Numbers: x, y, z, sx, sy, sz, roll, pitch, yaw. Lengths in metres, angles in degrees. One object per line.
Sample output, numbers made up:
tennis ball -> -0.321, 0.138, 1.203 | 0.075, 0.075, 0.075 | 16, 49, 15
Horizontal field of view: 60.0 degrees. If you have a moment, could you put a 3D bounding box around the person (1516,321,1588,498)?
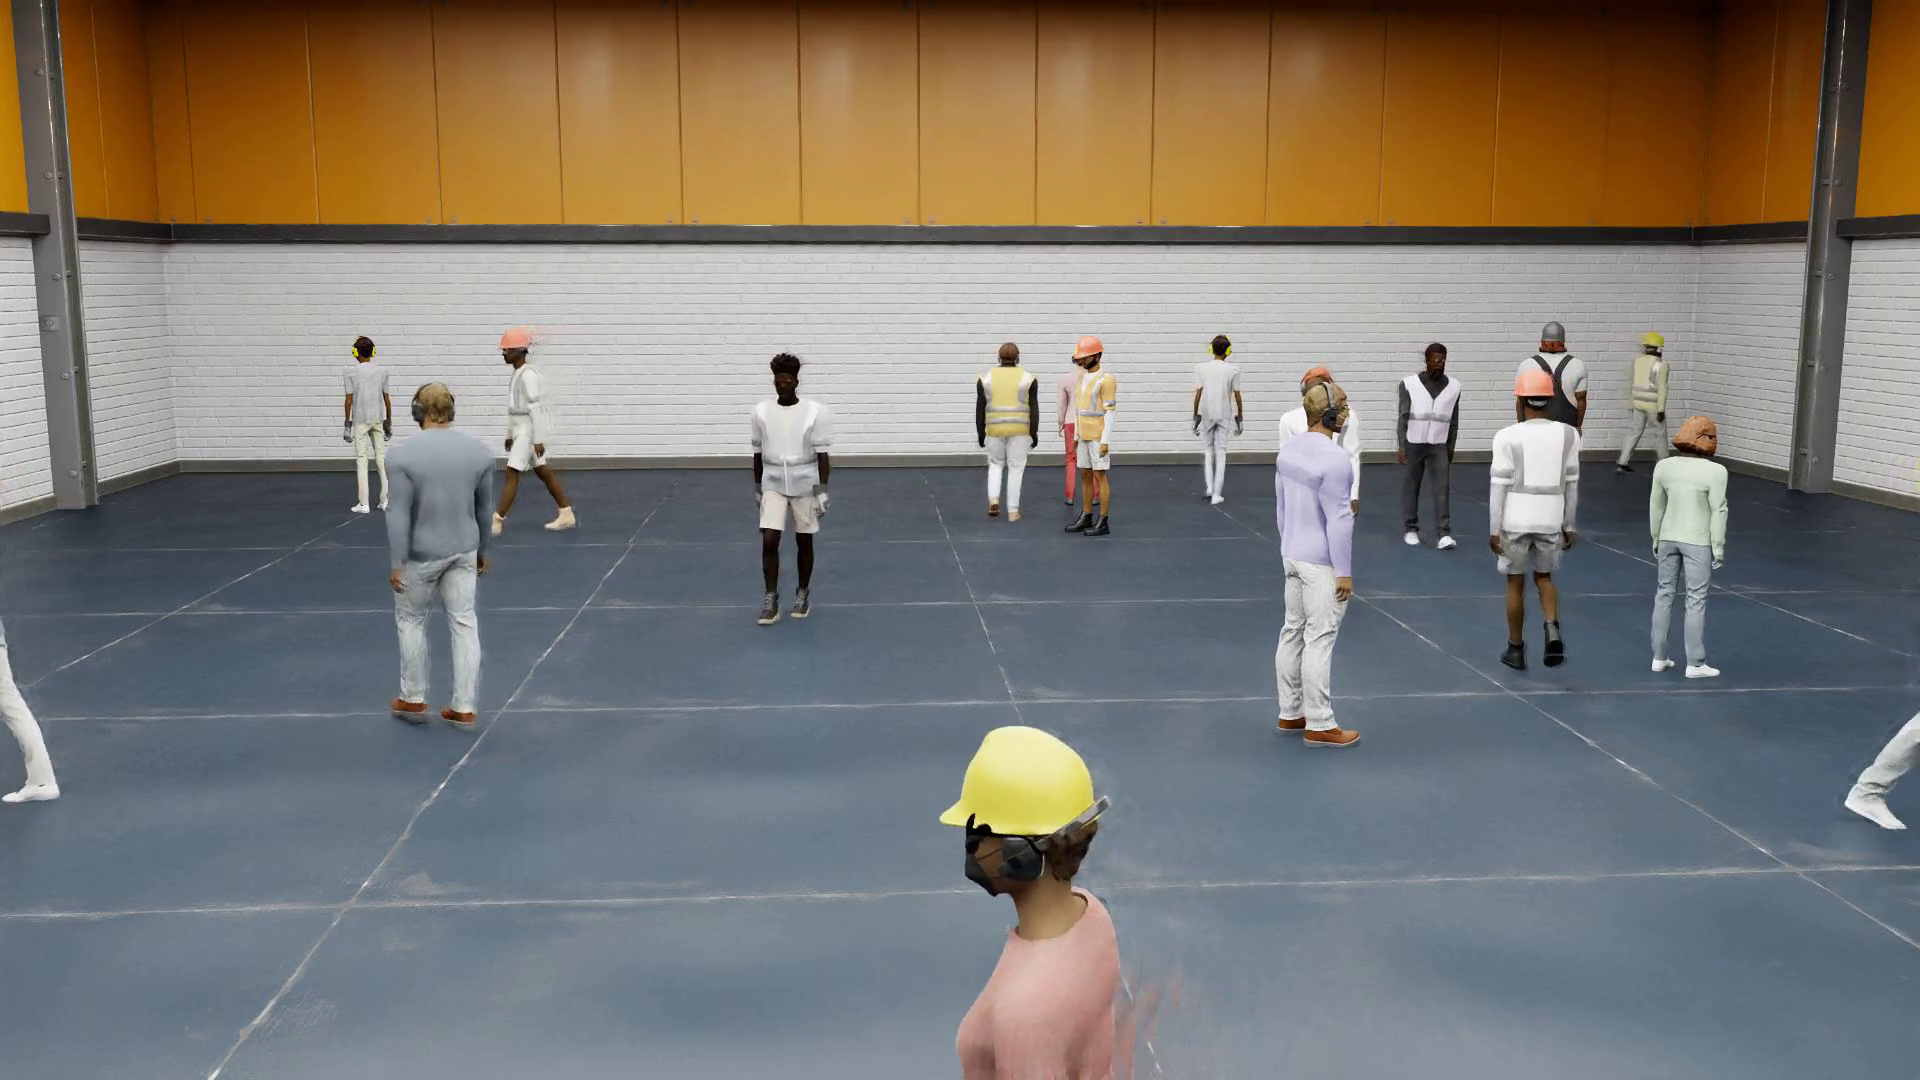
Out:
person -> 5.979, -1.198, 16.883 | 0.683, 2.000, 0.538 | 2, 9, 15

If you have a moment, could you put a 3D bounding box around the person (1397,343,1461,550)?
person -> 4.281, -0.839, 15.148 | 0.601, 1.875, 0.969 | 0, 9, 0

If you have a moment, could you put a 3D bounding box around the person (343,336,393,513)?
person -> -6.254, -1.215, 17.562 | 0.515, 1.862, 0.314 | -8, 12, -42

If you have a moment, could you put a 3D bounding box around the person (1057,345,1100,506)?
person -> 1.314, -1.249, 18.058 | 0.526, 1.769, 0.329 | 2, 9, 10

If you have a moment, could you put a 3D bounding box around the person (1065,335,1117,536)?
person -> 1.255, -1.002, 15.993 | 0.374, 1.932, 0.542 | -5, 11, -31

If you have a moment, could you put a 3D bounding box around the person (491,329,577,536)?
person -> -4.222, -1.038, 16.068 | 1.066, 1.986, 0.636 | -4, 10, -22

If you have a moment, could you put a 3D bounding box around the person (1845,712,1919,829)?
person -> 4.395, 0.501, 7.273 | 0.876, 1.701, 0.497 | 6, 11, 31

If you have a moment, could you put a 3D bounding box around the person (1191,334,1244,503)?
person -> 2.865, -1.339, 18.366 | 0.550, 1.846, 0.653 | 3, 10, 21

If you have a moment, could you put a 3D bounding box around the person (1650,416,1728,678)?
person -> 4.548, 0.037, 10.399 | 0.289, 1.633, 0.501 | -6, 11, -33

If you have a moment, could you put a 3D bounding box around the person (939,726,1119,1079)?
person -> 0.106, 1.176, 2.868 | 0.378, 1.750, 0.535 | 3, 10, 21

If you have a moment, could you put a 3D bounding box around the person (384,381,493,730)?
person -> -2.937, 0.077, 9.263 | 0.666, 1.914, 0.780 | -9, 12, -43

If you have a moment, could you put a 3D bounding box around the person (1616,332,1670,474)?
person -> 8.649, -1.706, 20.858 | 0.851, 1.796, 0.611 | -4, 10, -25

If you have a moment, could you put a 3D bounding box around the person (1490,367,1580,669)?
person -> 3.589, -0.113, 10.422 | 0.561, 1.927, 0.524 | 0, 9, -2

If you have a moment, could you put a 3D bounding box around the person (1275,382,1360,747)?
person -> 1.905, 0.127, 8.880 | 0.370, 1.940, 0.627 | -3, 9, -17

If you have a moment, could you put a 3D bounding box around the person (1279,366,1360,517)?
person -> 2.623, -0.357, 12.211 | 0.574, 1.851, 0.957 | 1, 9, 7

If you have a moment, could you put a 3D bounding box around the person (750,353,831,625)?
person -> -1.228, -0.360, 11.913 | 0.618, 1.933, 0.802 | 1, 9, 5

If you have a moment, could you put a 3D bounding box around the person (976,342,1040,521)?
person -> 0.489, -1.098, 16.929 | 0.634, 1.829, 0.430 | 2, 9, 11

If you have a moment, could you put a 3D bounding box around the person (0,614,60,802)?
person -> -4.681, 0.484, 7.728 | 0.822, 1.592, 0.508 | -1, 9, -8
